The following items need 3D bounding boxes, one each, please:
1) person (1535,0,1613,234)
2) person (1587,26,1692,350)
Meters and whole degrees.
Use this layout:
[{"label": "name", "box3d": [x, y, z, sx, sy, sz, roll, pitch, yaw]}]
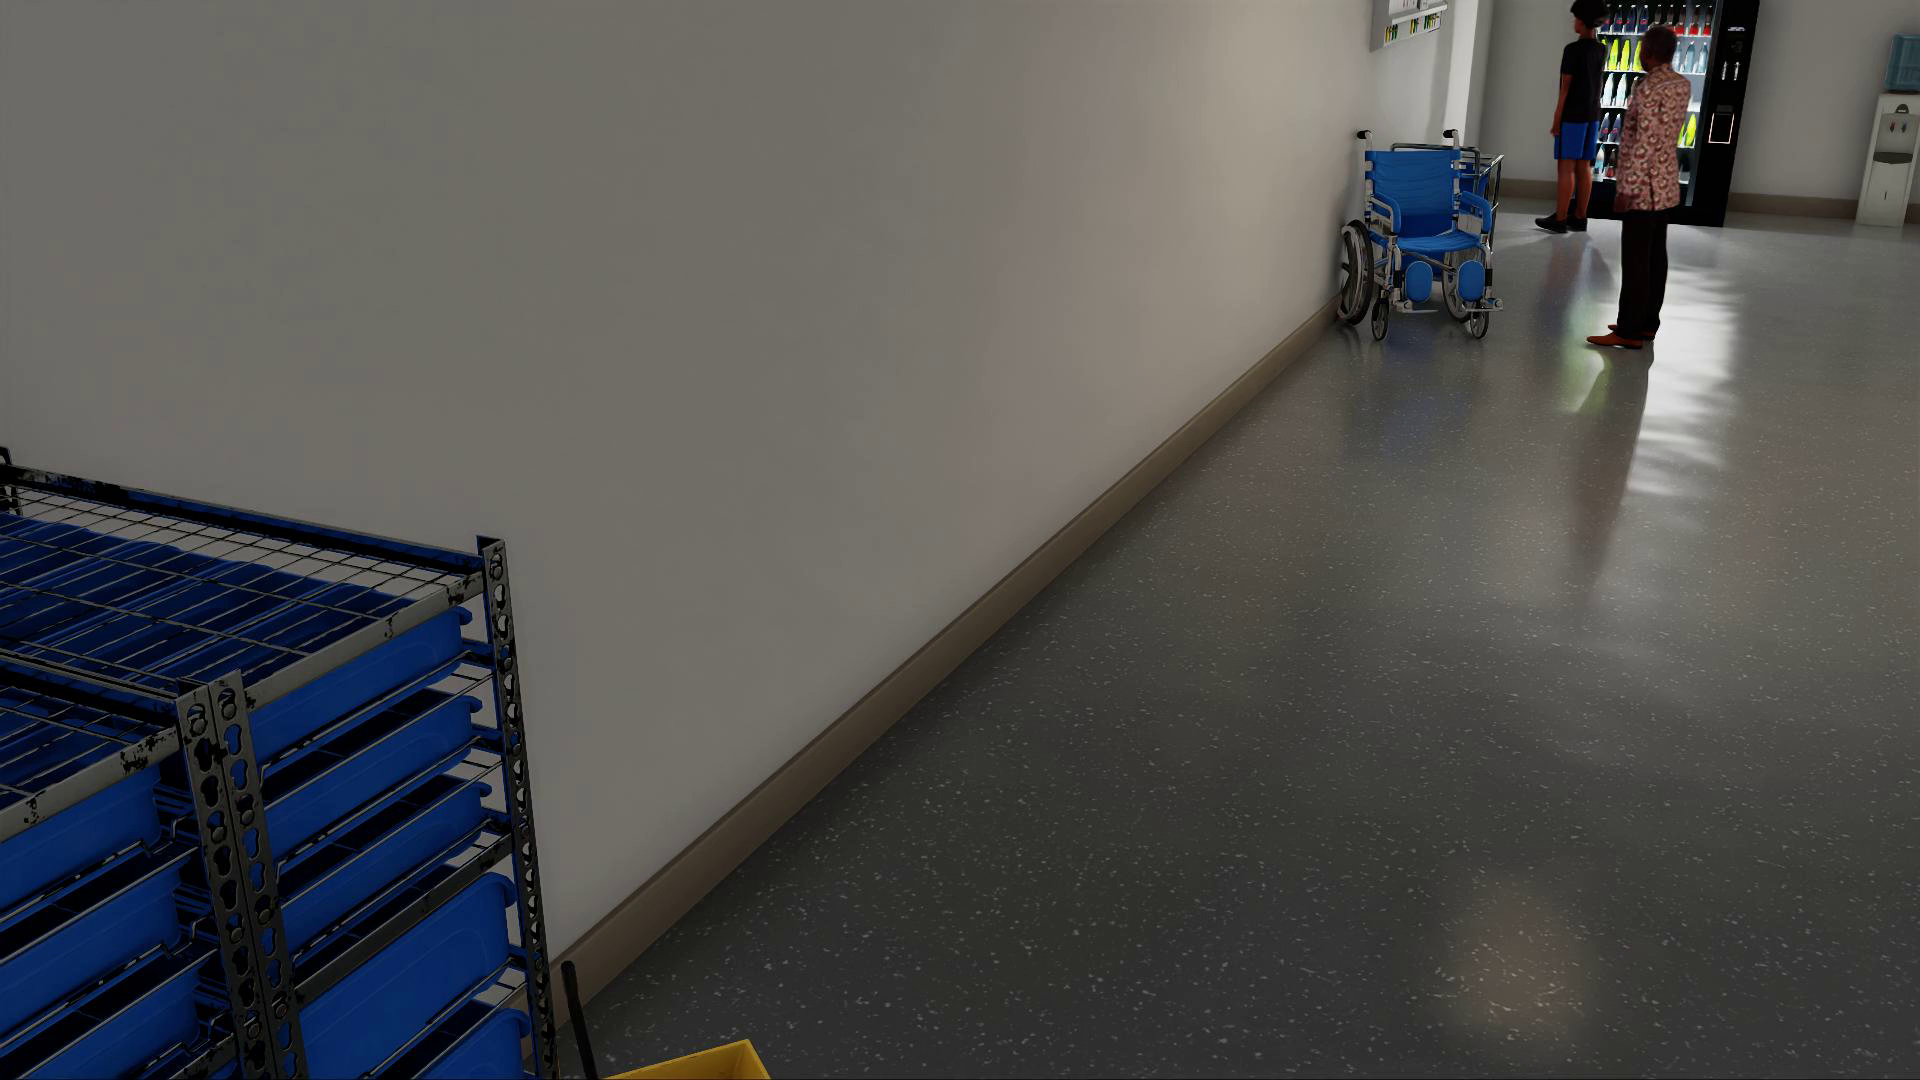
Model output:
[{"label": "person", "box3d": [4.877, -3.339, 13.091, 0.683, 1.790, 0.720, -11, 23, -26]}, {"label": "person", "box3d": [3.978, -2.023, 9.592, 0.707, 1.807, 0.743, 19, 28, 40]}]
